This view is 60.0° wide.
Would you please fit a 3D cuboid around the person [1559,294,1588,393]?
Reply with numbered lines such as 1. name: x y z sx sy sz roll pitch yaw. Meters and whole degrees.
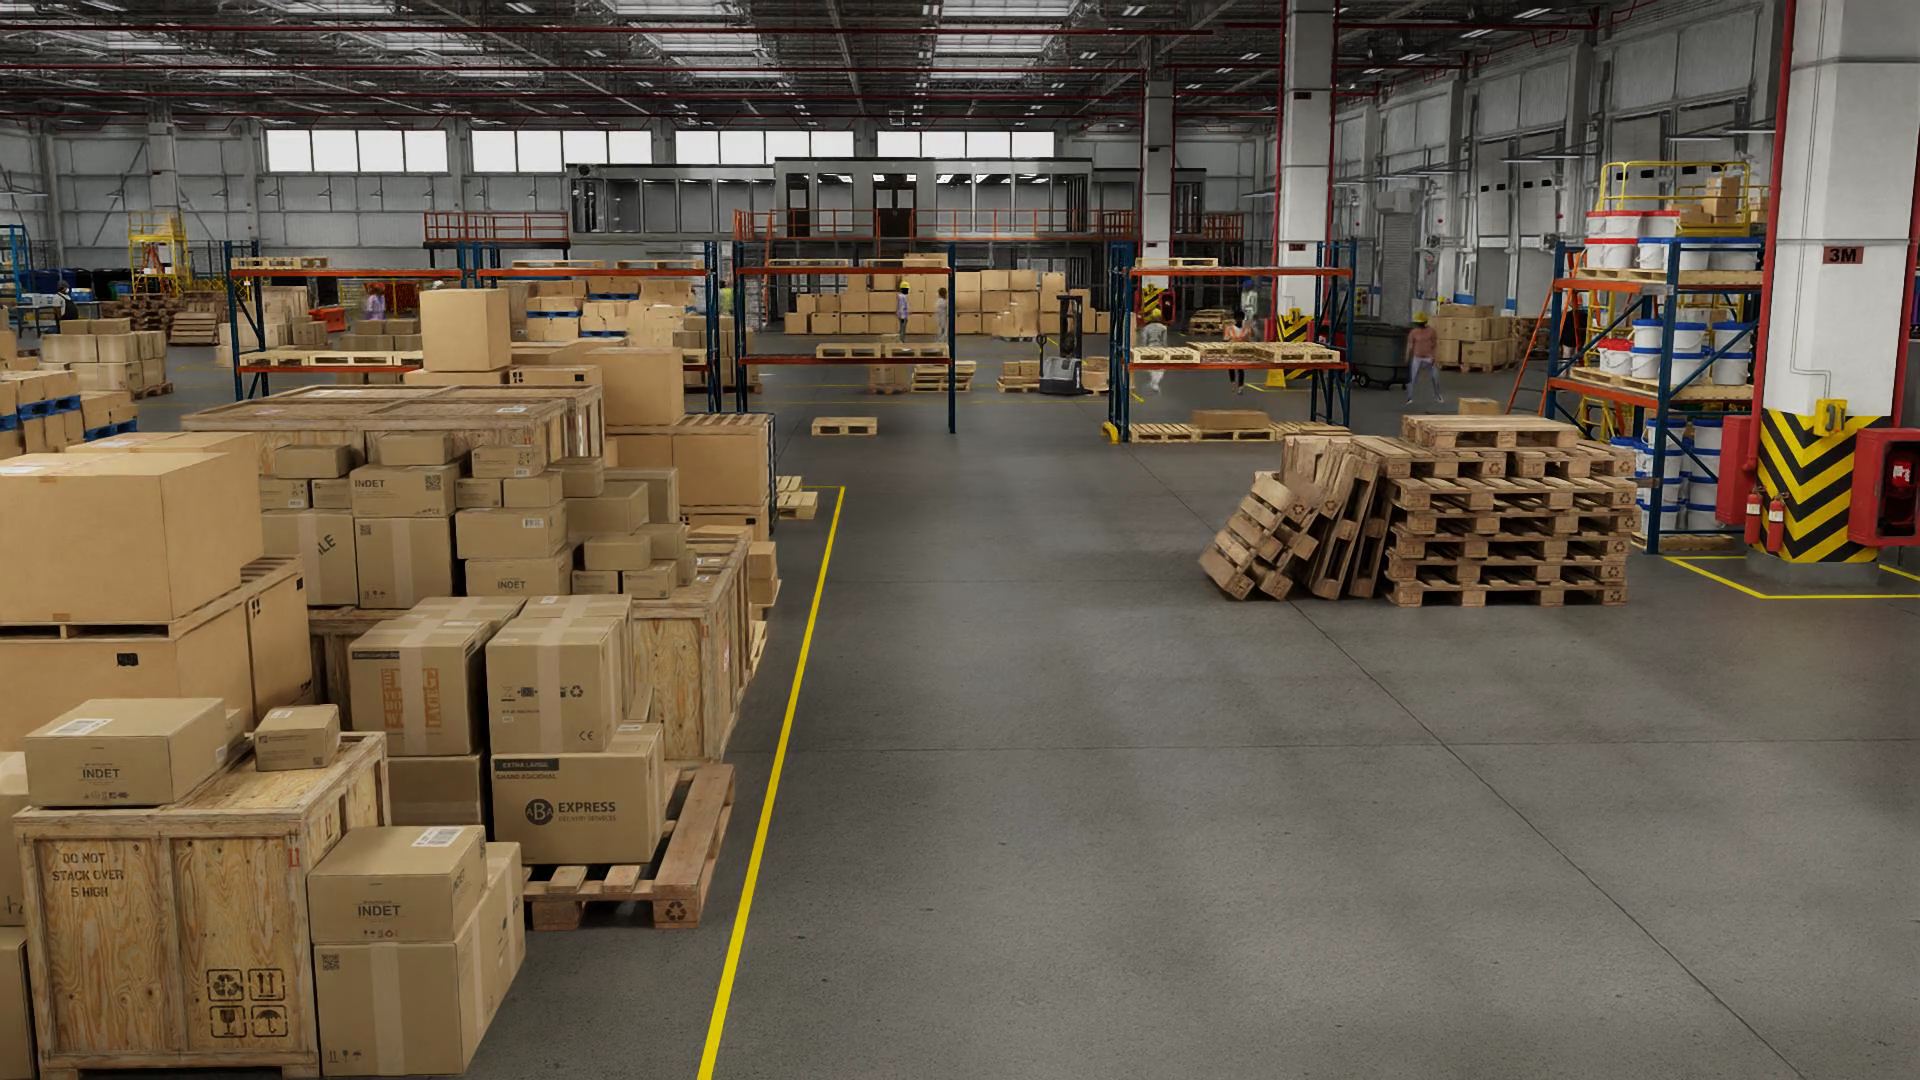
1. person: 12.336 -3.935 33.412 0.608 1.987 0.400 1 10 5

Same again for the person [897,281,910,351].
1. person: -1.564 -6.231 46.345 0.368 1.928 0.585 1 10 6

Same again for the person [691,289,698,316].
1. person: -7.112 -5.796 44.176 0.537 1.837 0.535 5 12 28

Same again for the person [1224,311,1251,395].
1. person: 5.549 -3.754 33.246 0.536 1.674 0.708 2 10 12

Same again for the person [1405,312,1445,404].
1. person: 8.693 -3.394 31.073 0.692 1.742 0.484 4 11 22

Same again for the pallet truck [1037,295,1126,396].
1. pallet truck: 2.483 -3.881 33.060 1.885 1.965 0.823 -7 13 -36

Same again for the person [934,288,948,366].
1. person: -0.458 -5.236 40.888 0.349 1.906 0.718 -2 10 -10

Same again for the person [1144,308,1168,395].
1. person: 3.858 -3.706 32.845 0.505 1.724 0.517 5 11 25

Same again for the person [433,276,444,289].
1. person: -19.214 -8.945 61.611 0.618 1.874 0.412 1 10 8

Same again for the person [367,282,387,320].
1. person: -14.872 -5.571 42.514 0.440 2.011 0.890 2 10 10

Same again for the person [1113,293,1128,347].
1. person: 3.560 -4.521 36.876 0.420 1.916 0.588 8 13 39

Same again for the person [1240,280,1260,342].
1. person: 8.486 -6.660 48.751 0.752 1.923 0.616 -10 14 -44

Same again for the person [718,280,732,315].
1. person: -7.470 -7.291 52.531 0.436 1.825 0.650 8 13 37

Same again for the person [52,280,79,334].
1. person: -23.299 -5.759 43.402 0.539 2.000 0.688 -1 10 -4
